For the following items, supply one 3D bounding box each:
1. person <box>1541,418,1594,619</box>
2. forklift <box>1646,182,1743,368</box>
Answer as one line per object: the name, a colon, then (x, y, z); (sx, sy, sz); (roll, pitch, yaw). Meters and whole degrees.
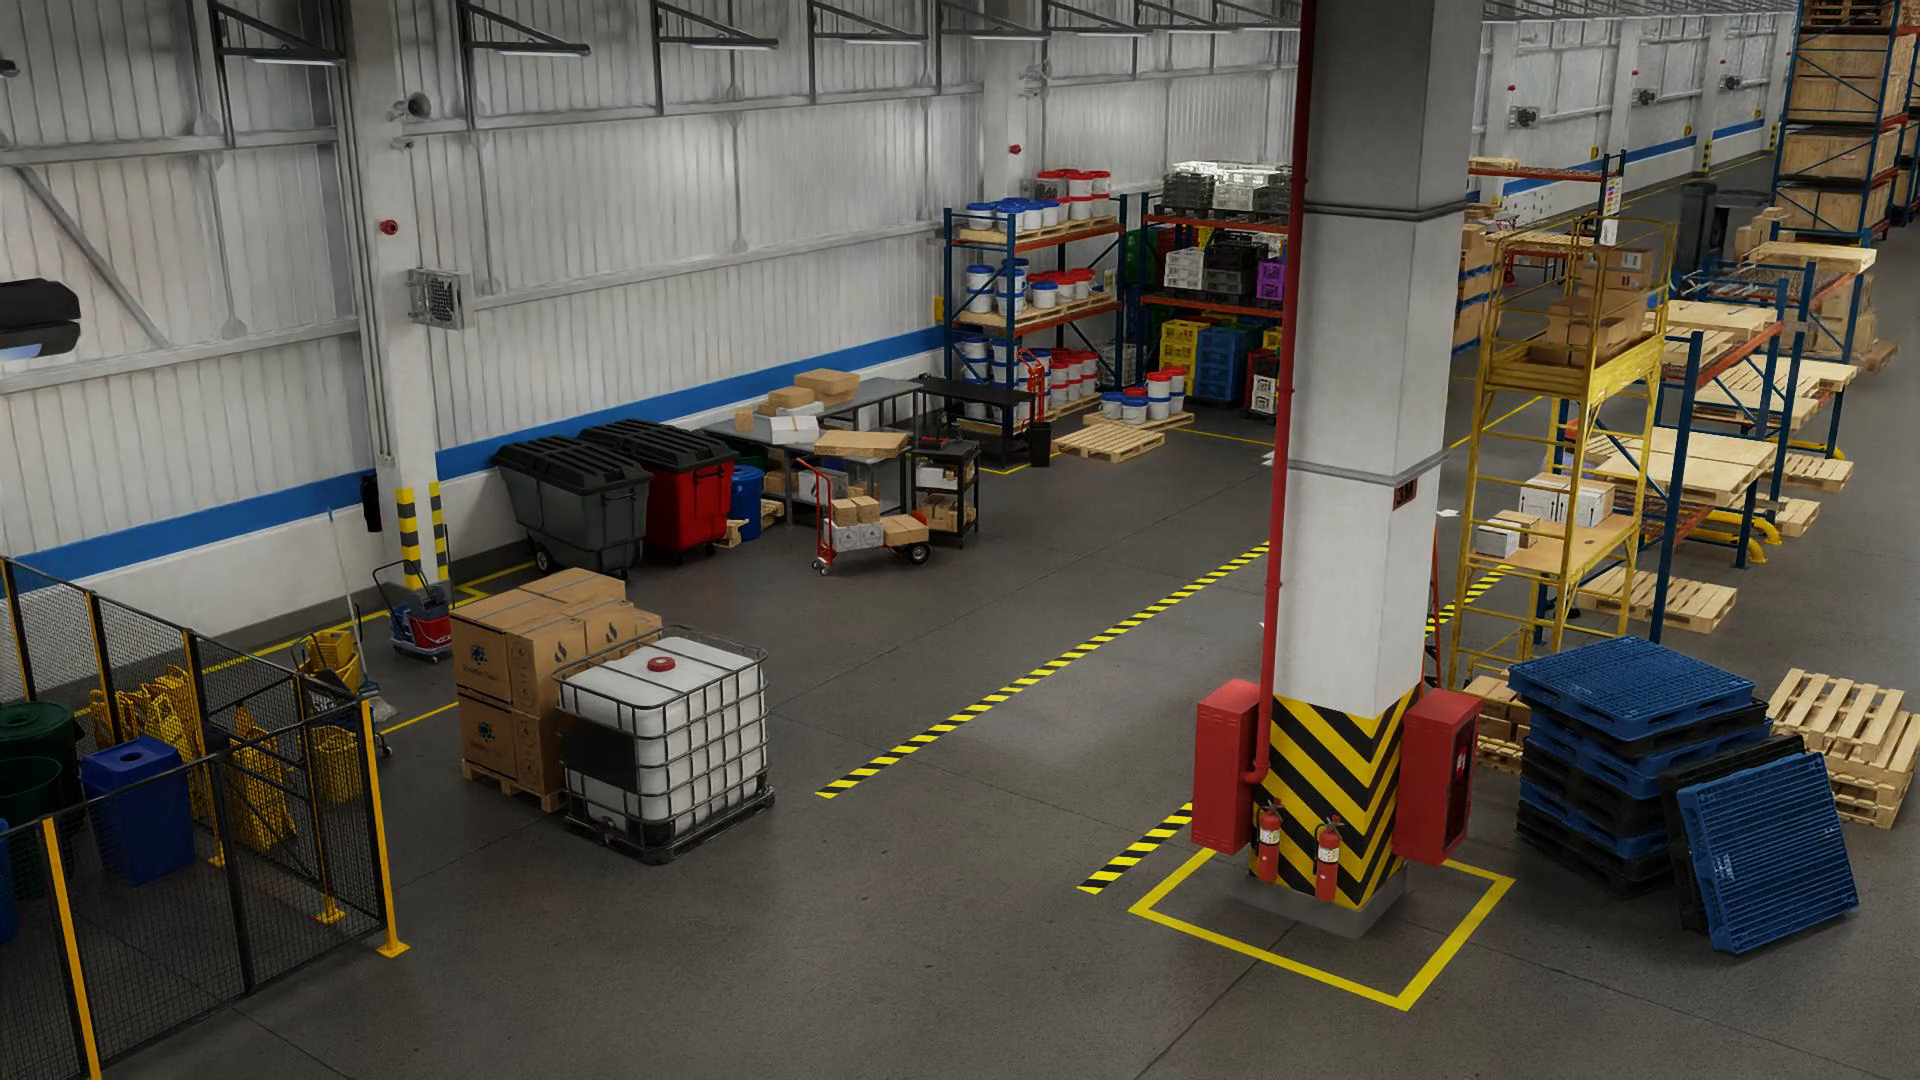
person: (5.724, -0.205, 15.742); (0.373, 1.935, 0.568); (-12, 22, -33)
forklift: (11.774, -4.337, 26.894); (1.873, 2.768, 1.129); (13, 22, 34)
